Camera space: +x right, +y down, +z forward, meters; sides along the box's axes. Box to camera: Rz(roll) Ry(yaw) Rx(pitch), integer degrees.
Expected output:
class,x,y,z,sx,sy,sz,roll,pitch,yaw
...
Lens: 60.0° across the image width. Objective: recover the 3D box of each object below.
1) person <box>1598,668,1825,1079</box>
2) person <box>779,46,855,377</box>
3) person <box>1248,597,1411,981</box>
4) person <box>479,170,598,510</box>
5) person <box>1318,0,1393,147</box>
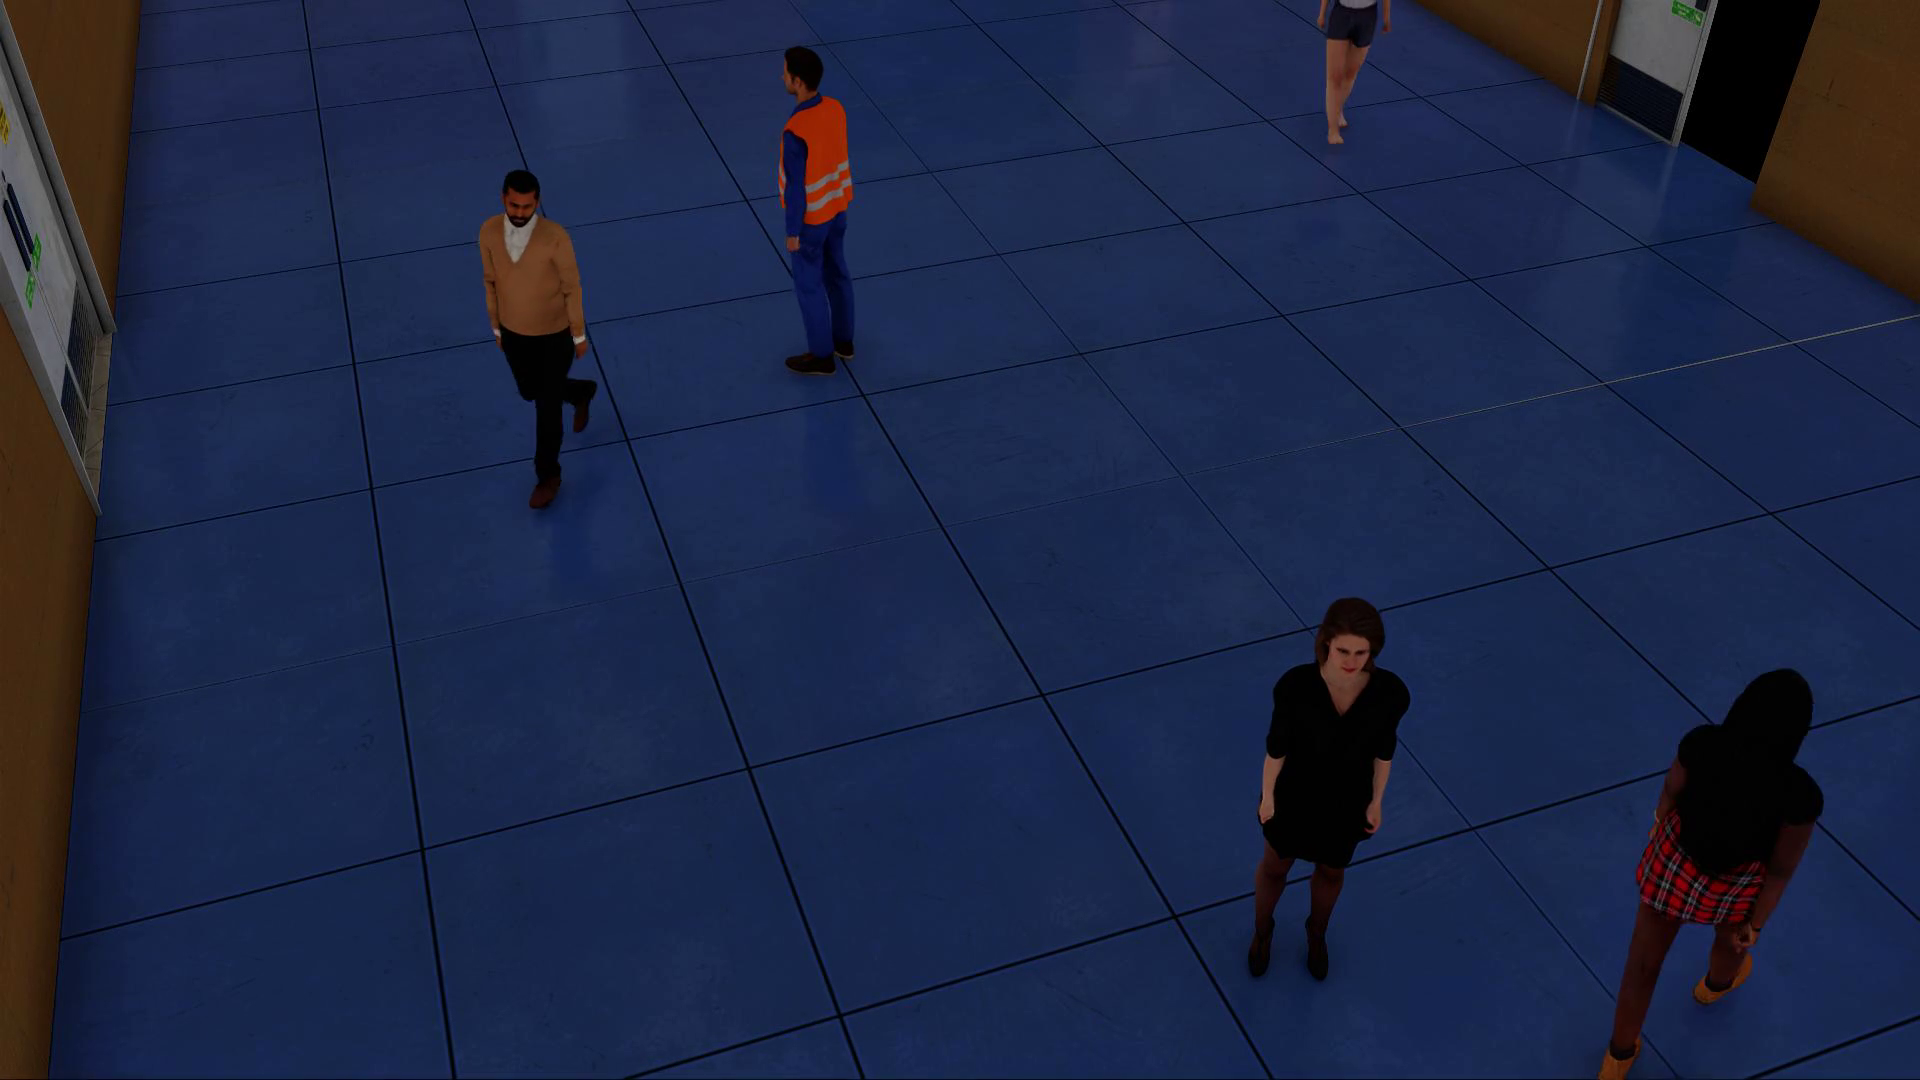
class,x,y,z,sx,sy,sz,roll,pitch,yaw
person,2.342,1.152,5.315,0.937,1.698,1.131,26,44,30
person,-0.776,-1.778,9.083,0.853,1.861,0.792,16,40,20
person,1.225,0.872,5.669,0.574,1.705,0.714,3,37,4
person,-2.046,-1.053,8.234,1.102,1.721,1.099,11,38,14
person,2.767,-3.689,11.832,0.949,1.618,0.828,-3,37,-4
